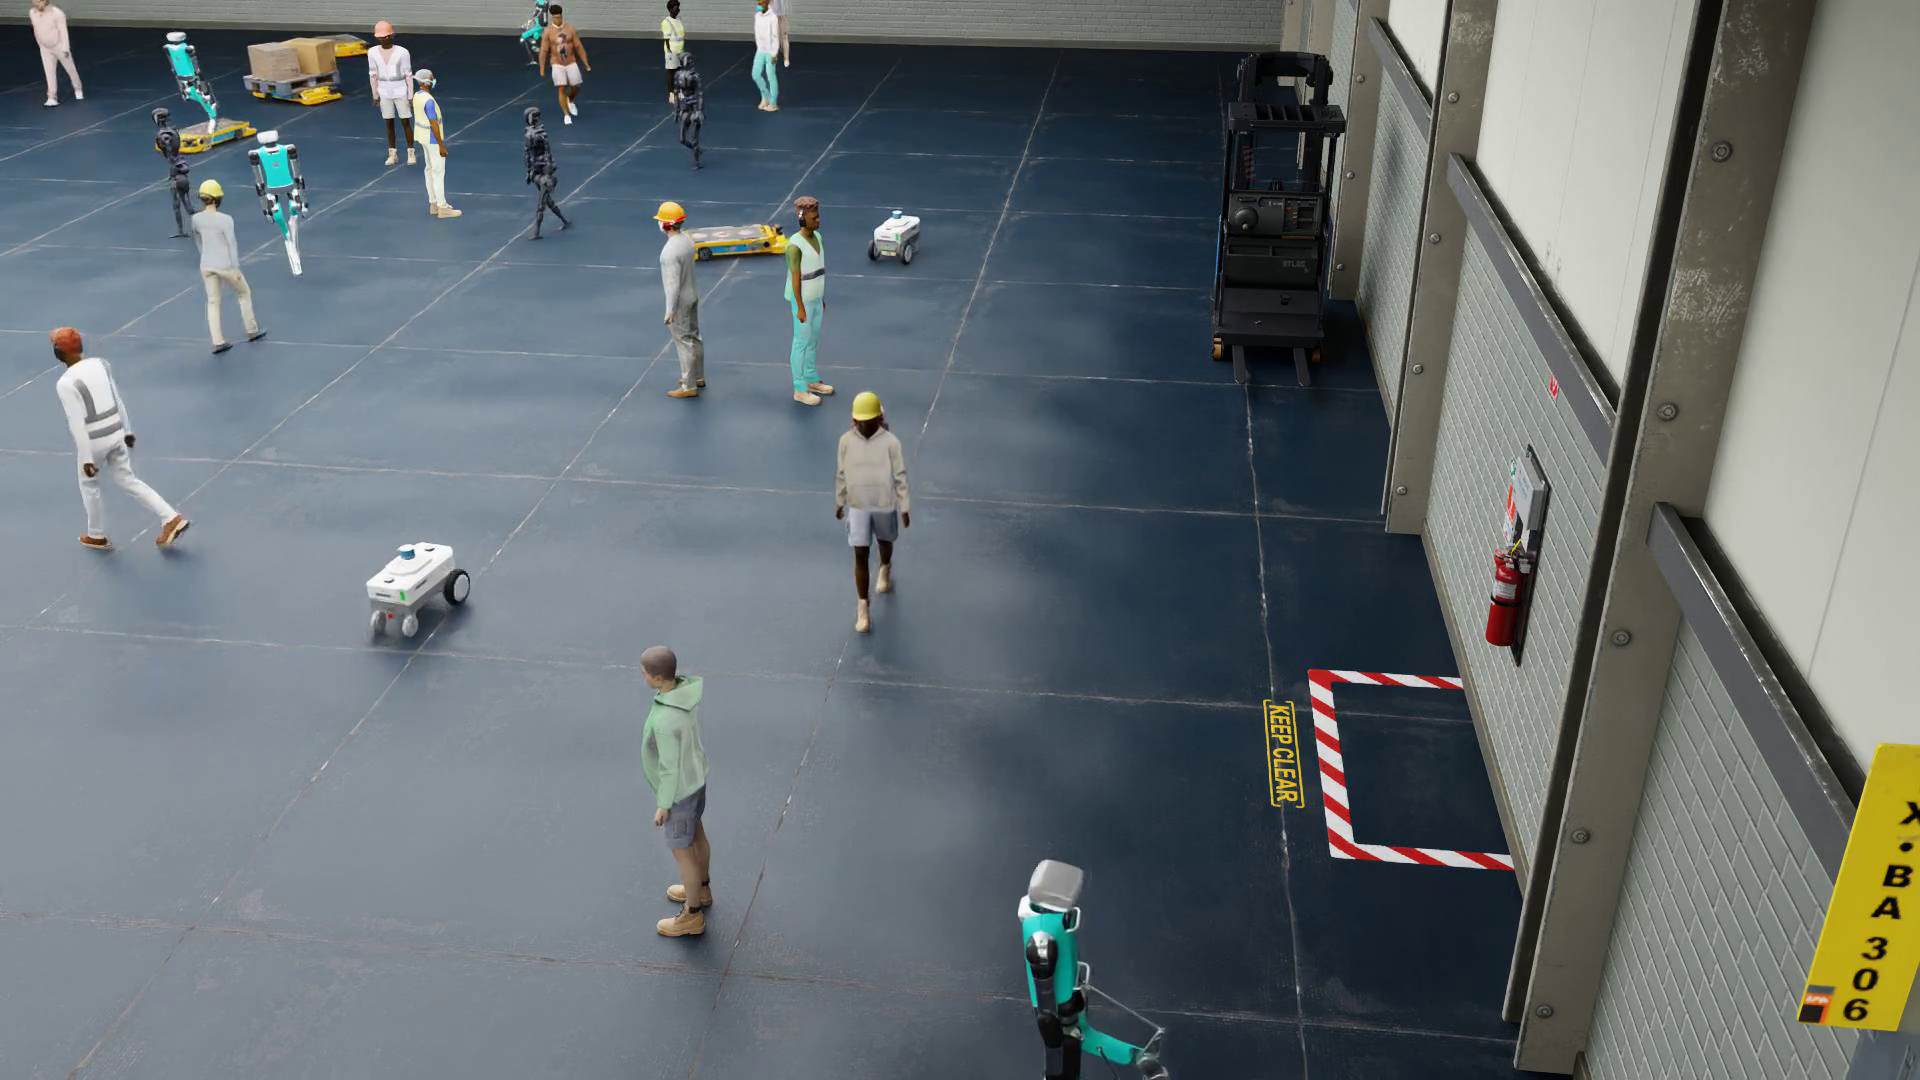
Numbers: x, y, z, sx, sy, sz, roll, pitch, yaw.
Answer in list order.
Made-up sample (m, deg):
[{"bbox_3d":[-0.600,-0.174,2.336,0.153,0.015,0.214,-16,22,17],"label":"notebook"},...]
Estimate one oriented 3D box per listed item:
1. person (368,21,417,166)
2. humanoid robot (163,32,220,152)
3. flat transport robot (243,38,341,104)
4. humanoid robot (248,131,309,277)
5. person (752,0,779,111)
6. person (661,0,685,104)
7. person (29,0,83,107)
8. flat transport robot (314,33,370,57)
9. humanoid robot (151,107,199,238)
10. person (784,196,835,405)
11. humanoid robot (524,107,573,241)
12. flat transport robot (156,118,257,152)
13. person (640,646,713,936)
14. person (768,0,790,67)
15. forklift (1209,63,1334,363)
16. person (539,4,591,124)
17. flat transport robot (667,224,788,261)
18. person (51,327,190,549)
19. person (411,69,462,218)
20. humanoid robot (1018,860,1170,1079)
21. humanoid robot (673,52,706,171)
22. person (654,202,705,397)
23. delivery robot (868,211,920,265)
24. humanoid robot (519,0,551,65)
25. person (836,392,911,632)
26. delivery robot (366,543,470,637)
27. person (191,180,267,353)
[{"bbox_3d":[-8.189,-6.442,24.023,0.607,2.044,0.367,-1,27,-3],"label":"person"},{"bbox_3d":[-11.412,-6.784,25.052,0.534,1.763,0.834,9,28,18],"label":"humanoid robot"},{"bbox_3d":[-11.344,-7.664,28.439,1.431,0.231,0.659,15,30,27],"label":"flat transport robot"},{"bbox_3d":[-7.919,-3.942,19.420,0.555,1.761,1.045,-12,29,-23],"label":"humanoid robot"},{"bbox_3d":[-3.183,-7.981,27.253,0.516,1.894,0.489,18,32,32],"label":"person"},{"bbox_3d":[-4.782,-8.208,27.933,0.320,1.692,0.531,10,28,19],"label":"person"},{"bbox_3d":[-15.146,-8.246,27.835,0.658,1.850,1.021,1,27,2],"label":"person"},{"bbox_3d":[-12.025,-9.631,32.364,0.659,0.231,1.431,-18,32,-32],"label":"flat transport robot"},{"bbox_3d":[-9.682,-4.586,20.754,0.697,1.633,0.589,-12,29,-22],"label":"humanoid robot"},{"bbox_3d":[-1.449,-2.287,15.802,0.406,1.978,0.482,11,29,21],"label":"person"},{"bbox_3d":[-5.229,-4.609,20.822,0.609,1.628,0.780,24,35,39],"label":"humanoid robot"},{"bbox_3d":[-11.561,-6.214,25.543,0.659,0.231,1.431,9,28,17],"label":"flat transport robot"},{"bbox_3d":[-1.498,1.326,8.853,0.342,1.737,0.470,2,27,5],"label":"person"},{"bbox_3d":[-3.376,-9.695,30.701,0.502,1.875,0.399,-9,28,-17],"label":"person"},{"bbox_3d":[3.241,-3.477,17.183,1.129,2.768,1.873,3,27,6],"label":"forklift"},{"bbox_3d":[-6.333,-7.615,26.575,0.819,1.842,0.507,-11,29,-20],"label":"person"},{"bbox_3d":[-2.850,-3.659,20.444,1.431,0.231,0.659,-6,27,-13],"label":"flat transport robot"},{"bbox_3d":[-6.608,-0.768,12.917,0.873,1.847,0.621,6,27,12],"label":"person"},{"bbox_3d":[-6.846,-5.139,21.588,0.401,1.893,0.522,-19,32,-33],"label":"person"},{"bbox_3d":[0.574,2.148,7.194,0.975,1.730,0.546,4,27,8],"label":"humanoid robot"},{"bbox_3d":[-3.832,-6.151,23.843,0.605,1.653,0.374,18,32,32],"label":"humanoid robot"},{"bbox_3d":[-2.683,-2.294,15.905,0.378,1.895,0.565,6,27,12],"label":"person"},{"bbox_3d":[-0.776,-3.663,20.153,0.509,0.614,0.785,10,28,20],"label":"delivery robot"},{"bbox_3d":[-7.799,-9.525,30.503,0.980,1.735,0.550,-14,30,-26],"label":"humanoid robot"},{"bbox_3d":[-0.631,-0.282,12.079,0.558,1.722,0.885,2,27,3],"label":"person"},{"bbox_3d":[-4.005,0.309,12.182,0.499,0.577,0.769,8,28,15],"label":"delivery robot"},{"bbox_3d":[-7.578,-2.843,17.171,0.566,1.728,0.759,8,28,15],"label":"person"}]
